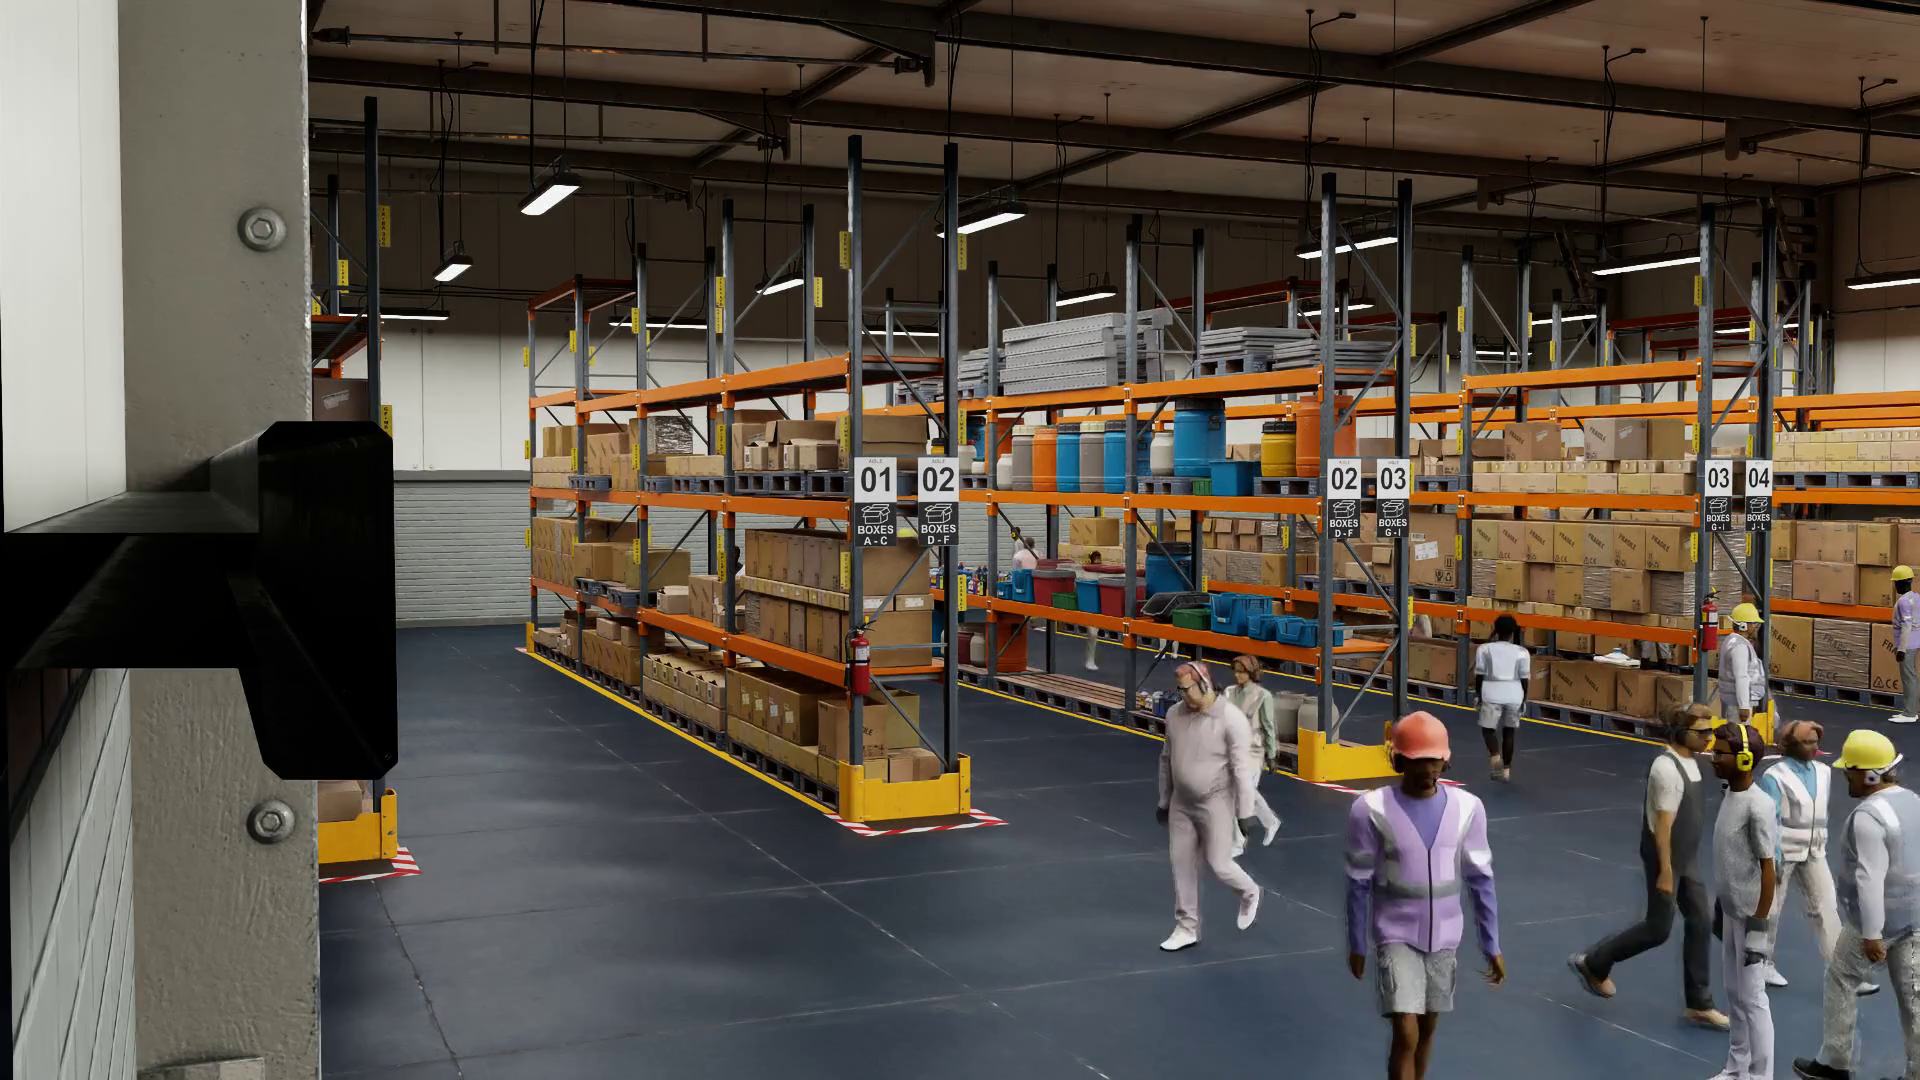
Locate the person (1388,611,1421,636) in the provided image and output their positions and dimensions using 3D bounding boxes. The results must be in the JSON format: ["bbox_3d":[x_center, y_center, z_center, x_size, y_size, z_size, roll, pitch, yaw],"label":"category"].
[{"bbox_3d":[7.299,1.024,29.064,0.681,1.871,0.824,0,2,9],"label":"person"}]

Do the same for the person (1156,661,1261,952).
[{"bbox_3d":[1.631,1.695,11.590,0.709,1.864,0.699,-2,3,-44],"label":"person"}]

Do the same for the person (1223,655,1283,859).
[{"bbox_3d":[2.353,1.714,14.408,0.774,1.615,0.532,-2,3,-37],"label":"person"}]

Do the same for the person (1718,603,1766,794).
[{"bbox_3d":[7.371,1.508,16.887,0.403,1.831,0.595,1,2,16],"label":"person"}]

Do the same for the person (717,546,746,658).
[{"bbox_3d":[-3.531,1.038,28.005,0.591,1.922,0.392,0,2,4],"label":"person"}]

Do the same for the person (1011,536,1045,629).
[{"bbox_3d":[1.298,0.847,34.261,0.694,1.822,0.478,0,2,2],"label":"person"}]

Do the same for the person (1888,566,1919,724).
[{"bbox_3d":[11.541,1.273,21.874,0.383,1.921,0.586,2,3,39],"label":"person"}]

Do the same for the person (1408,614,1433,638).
[{"bbox_3d":[7.025,1.105,27.529,0.608,1.830,1.007,-2,3,-38],"label":"person"}]

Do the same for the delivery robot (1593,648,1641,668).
[{"bbox_3d":[9.345,1.783,25.479,0.477,0.478,0.707,-1,2,-18],"label":"delivery robot"}]

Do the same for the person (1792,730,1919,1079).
[{"bbox_3d":[4.474,1.830,8.856,0.613,1.796,0.766,-1,3,-33],"label":"person"}]

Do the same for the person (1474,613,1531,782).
[{"bbox_3d":[5.323,1.558,17.560,0.535,1.673,0.569,0,2,8],"label":"person"}]

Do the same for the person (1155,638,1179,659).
[{"bbox_3d":[3.383,1.130,29.293,0.499,1.634,0.288,-1,2,-19],"label":"person"}]

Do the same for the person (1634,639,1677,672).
[{"bbox_3d":[9.013,1.214,23.211,0.548,1.937,0.379,1,2,16],"label":"person"}]

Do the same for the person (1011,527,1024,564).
[{"bbox_3d":[1.245,0.636,39.246,0.332,1.866,0.514,0,2,13],"label":"person"}]

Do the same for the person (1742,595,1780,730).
[{"bbox_3d":[9.447,1.451,21.327,0.495,1.601,0.788,0,2,-10],"label":"person"}]

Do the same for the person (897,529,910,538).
[{"bbox_3d":[-1.219,0.728,36.349,0.871,1.893,0.612,0,2,-9],"label":"person"}]

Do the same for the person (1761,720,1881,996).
[{"bbox_3d":[4.953,1.862,10.458,0.544,1.597,0.836,-1,2,-19],"label":"person"}]

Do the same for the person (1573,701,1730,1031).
[{"bbox_3d":[3.894,1.787,10.019,0.811,1.816,0.524,2,3,42],"label":"person"}]

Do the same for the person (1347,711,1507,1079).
[{"bbox_3d":[2.057,1.762,7.832,0.634,2.010,0.826,0,2,-8],"label":"person"}]

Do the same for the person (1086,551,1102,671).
[{"bbox_3d":[2.107,1.090,27.564,0.515,1.848,0.650,-1,2,-29],"label":"person"}]

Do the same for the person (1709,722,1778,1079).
[{"bbox_3d":[3.738,1.807,8.601,0.335,1.873,0.521,0,2,6],"label":"person"}]
